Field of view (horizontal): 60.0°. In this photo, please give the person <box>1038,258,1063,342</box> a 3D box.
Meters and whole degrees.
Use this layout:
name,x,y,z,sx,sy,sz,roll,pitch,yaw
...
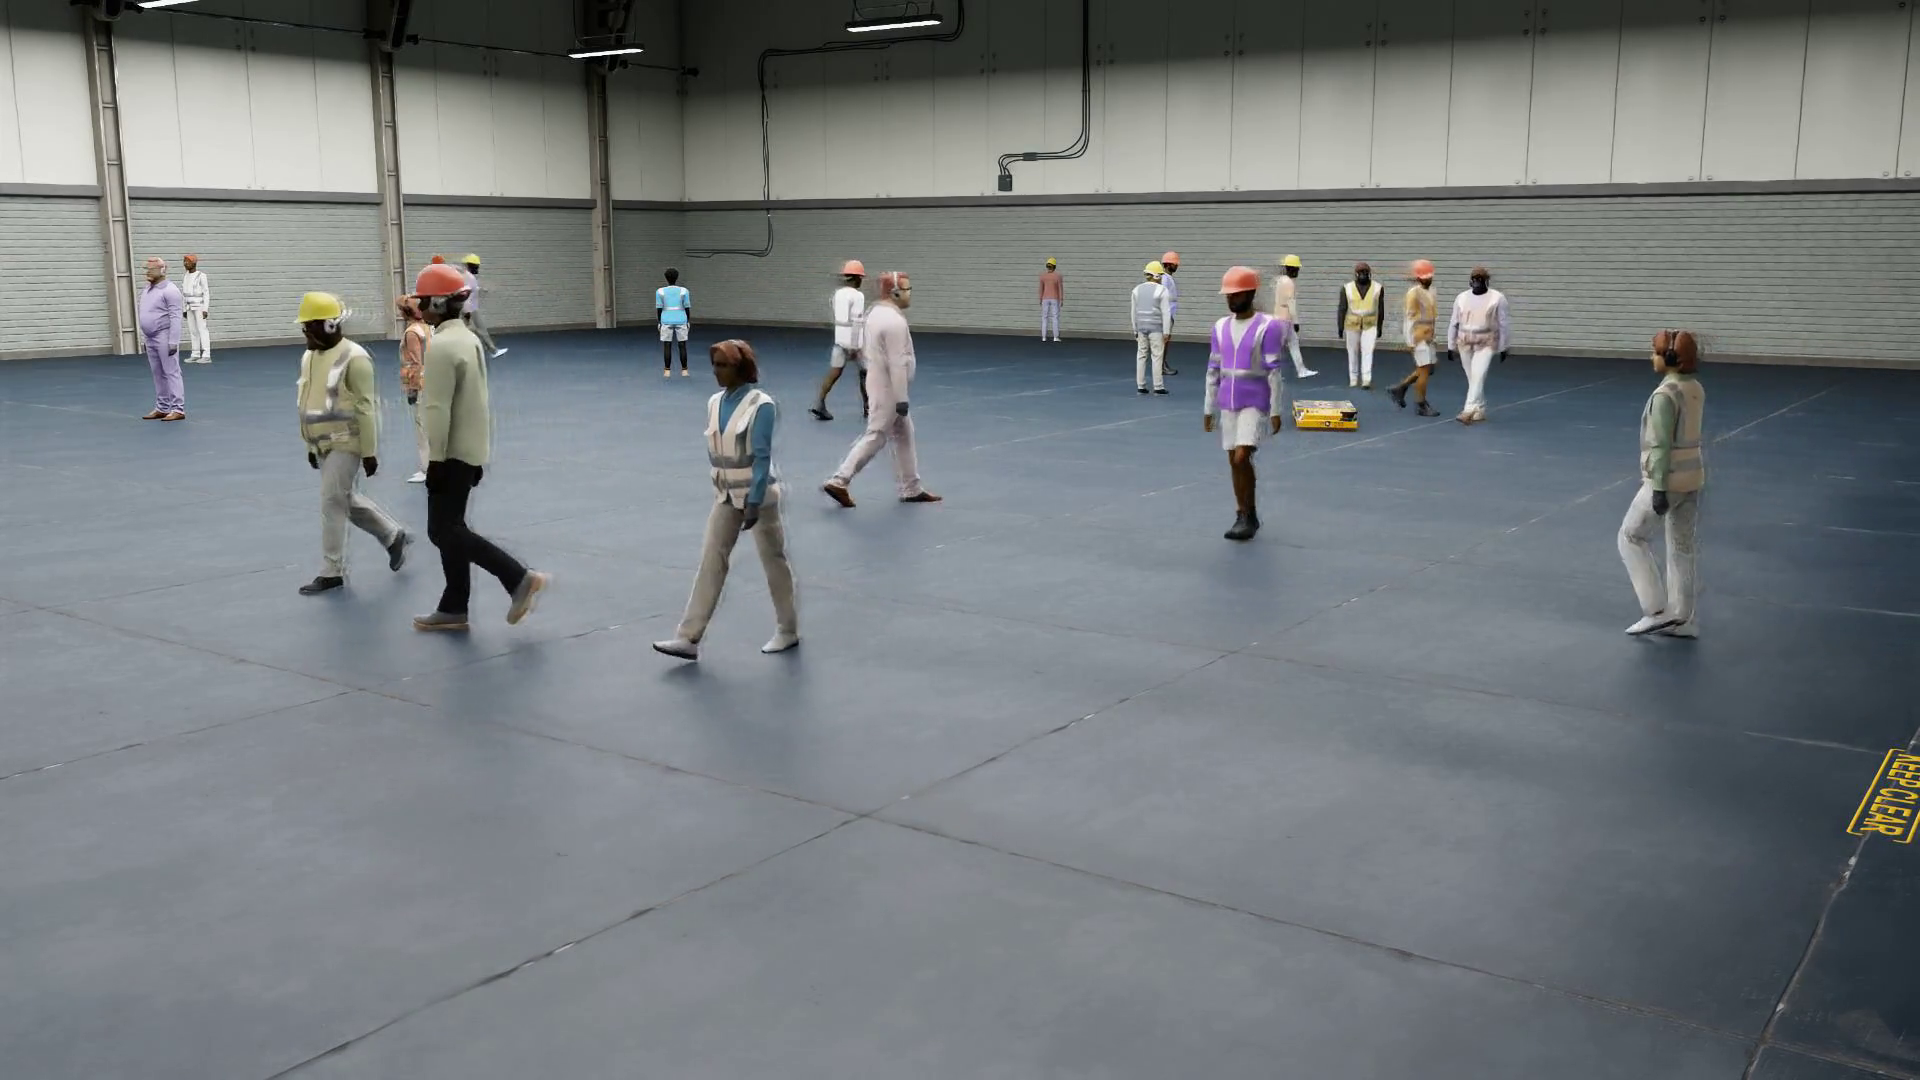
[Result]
name,x,y,z,sx,sy,sz,roll,pitch,yaw
person,1.923,-5.059,35.097,0.535,1.767,0.315,4,11,20

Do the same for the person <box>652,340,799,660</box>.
name,x,y,z,sx,sy,sz,roll,pitch,yaw
person,-1.125,-0.184,8.249,0.530,1.592,0.844,9,14,42

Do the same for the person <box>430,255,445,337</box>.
name,x,y,z,sx,sy,sz,roll,pitch,yaw
person,-8.649,-3.798,27.698,0.584,1.883,0.347,-3,11,-17

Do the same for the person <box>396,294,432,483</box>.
name,x,y,z,sx,sy,sz,roll,pitch,yaw
person,-4.714,-1.318,14.505,0.313,1.636,0.517,-1,10,-6

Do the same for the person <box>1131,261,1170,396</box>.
name,x,y,z,sx,sy,sz,roll,pitch,yaw
person,2.621,-2.882,22.723,0.591,1.829,0.404,8,13,39

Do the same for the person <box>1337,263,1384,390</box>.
name,x,y,z,sx,sy,sz,roll,pitch,yaw
person,5.737,-3.059,23.848,0.647,1.787,0.975,2,10,13

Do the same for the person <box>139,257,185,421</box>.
name,x,y,z,sx,sy,sz,roll,pitch,yaw
person,-9.404,-2.356,19.546,0.642,1.914,0.410,7,12,33

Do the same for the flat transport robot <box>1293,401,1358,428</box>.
name,x,y,z,sx,sy,sz,roll,pitch,yaw
flat transport robot,4.181,-1.456,19.101,0.652,0.197,1.431,2,10,9

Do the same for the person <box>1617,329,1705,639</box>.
name,x,y,z,sx,sy,sz,roll,pitch,yaw
person,3.709,-0.283,8.722,0.512,1.627,0.418,-9,14,-42

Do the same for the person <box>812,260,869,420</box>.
name,x,y,z,sx,sy,sz,roll,pitch,yaw
person,-1.357,-2.350,19.631,1.031,1.885,0.555,-10,14,-44

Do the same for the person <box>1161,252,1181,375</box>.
name,x,y,z,sx,sy,sz,roll,pitch,yaw
person,3.295,-3.577,26.302,0.350,1.942,0.543,3,10,14

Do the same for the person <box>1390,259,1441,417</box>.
name,x,y,z,sx,sy,sz,roll,pitch,yaw
person,5.493,-2.432,20.018,0.613,1.895,0.571,9,14,43

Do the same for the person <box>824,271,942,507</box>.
name,x,y,z,sx,sy,sz,roll,pitch,yaw
person,-0.629,-1.184,13.128,0.949,1.870,0.657,-2,10,-13

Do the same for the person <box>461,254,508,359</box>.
name,x,y,z,sx,sy,sz,roll,pitch,yaw
person,-8.645,-4.144,29.673,0.991,1.865,0.604,-5,11,-27

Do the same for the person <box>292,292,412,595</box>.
name,x,y,z,sx,sy,sz,roll,pitch,yaw
person,-3.708,-0.606,10.094,0.607,1.803,0.807,8,13,37

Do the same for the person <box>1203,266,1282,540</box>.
name,x,y,z,sx,sy,sz,roll,pitch,yaw
person,1.938,-0.936,11.578,0.565,1.915,0.521,9,14,42

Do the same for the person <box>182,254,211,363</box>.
name,x,y,z,sx,sy,sz,roll,pitch,yaw
person,-13.281,-4.008,28.879,0.587,1.882,0.341,5,11,27

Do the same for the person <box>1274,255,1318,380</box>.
name,x,y,z,sx,sy,sz,roll,pitch,yaw
person,5.051,-3.350,25.156,0.910,1.885,0.619,1,10,4

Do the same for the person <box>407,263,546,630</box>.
name,x,y,z,sx,sy,sz,roll,pitch,yaw
person,-2.599,-0.468,8.792,0.666,1.972,0.630,0,10,-2

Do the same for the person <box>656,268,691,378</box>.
name,x,y,z,sx,sy,sz,roll,pitch,yaw
person,-4.421,-3.347,25.696,0.534,1.700,0.318,-2,10,-12

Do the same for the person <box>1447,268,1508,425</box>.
name,x,y,z,sx,sy,sz,roll,pitch,yaw
person,5.956,-2.238,19.219,0.645,1.791,0.987,8,13,38
